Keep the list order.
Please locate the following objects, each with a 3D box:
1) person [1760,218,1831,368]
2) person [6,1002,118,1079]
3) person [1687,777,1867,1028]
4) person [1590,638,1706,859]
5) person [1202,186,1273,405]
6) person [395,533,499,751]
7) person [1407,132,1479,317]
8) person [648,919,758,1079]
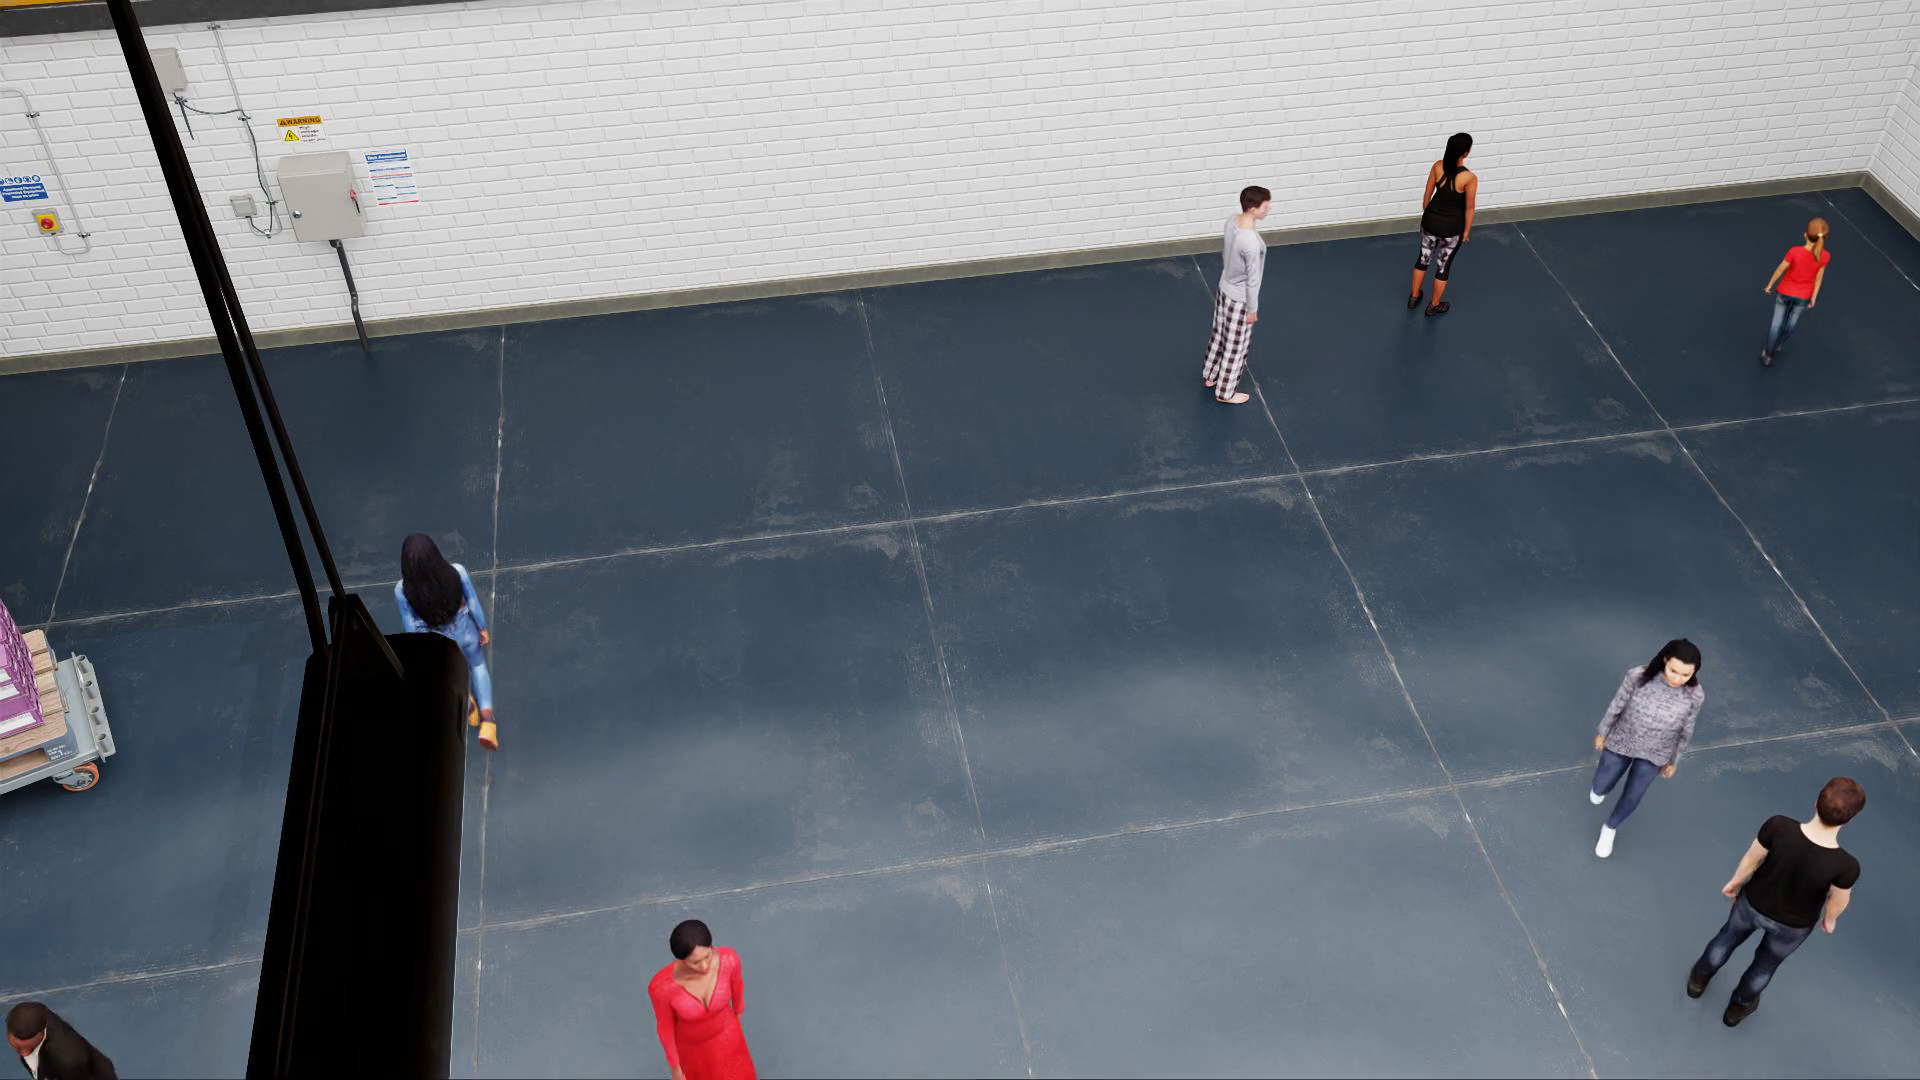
[{"bbox_3d":[6.558,-1.909,13.068,0.649,1.305,0.736,12,45,12],"label":"person"},{"bbox_3d":[-4.216,2.594,7.998,0.897,1.778,0.786,-27,50,-25],"label":"person"},{"bbox_3d":[4.238,1.926,8.616,0.763,1.893,0.856,34,53,31],"label":"person"},{"bbox_3d":[3.930,1.120,9.587,0.827,1.720,0.900,17,46,17],"label":"person"},{"bbox_3d":[2.106,-1.870,12.635,0.712,1.847,0.510,-12,45,-12],"label":"person"},{"bbox_3d":[-3.079,0.651,10.096,0.765,1.697,0.990,-18,47,-18],"label":"person"},{"bbox_3d":[3.931,-2.582,13.515,0.633,1.662,0.717,32,52,29],"label":"person"},{"bbox_3d":[-1.299,2.359,8.253,0.723,1.767,0.914,-15,46,-15],"label":"person"}]
